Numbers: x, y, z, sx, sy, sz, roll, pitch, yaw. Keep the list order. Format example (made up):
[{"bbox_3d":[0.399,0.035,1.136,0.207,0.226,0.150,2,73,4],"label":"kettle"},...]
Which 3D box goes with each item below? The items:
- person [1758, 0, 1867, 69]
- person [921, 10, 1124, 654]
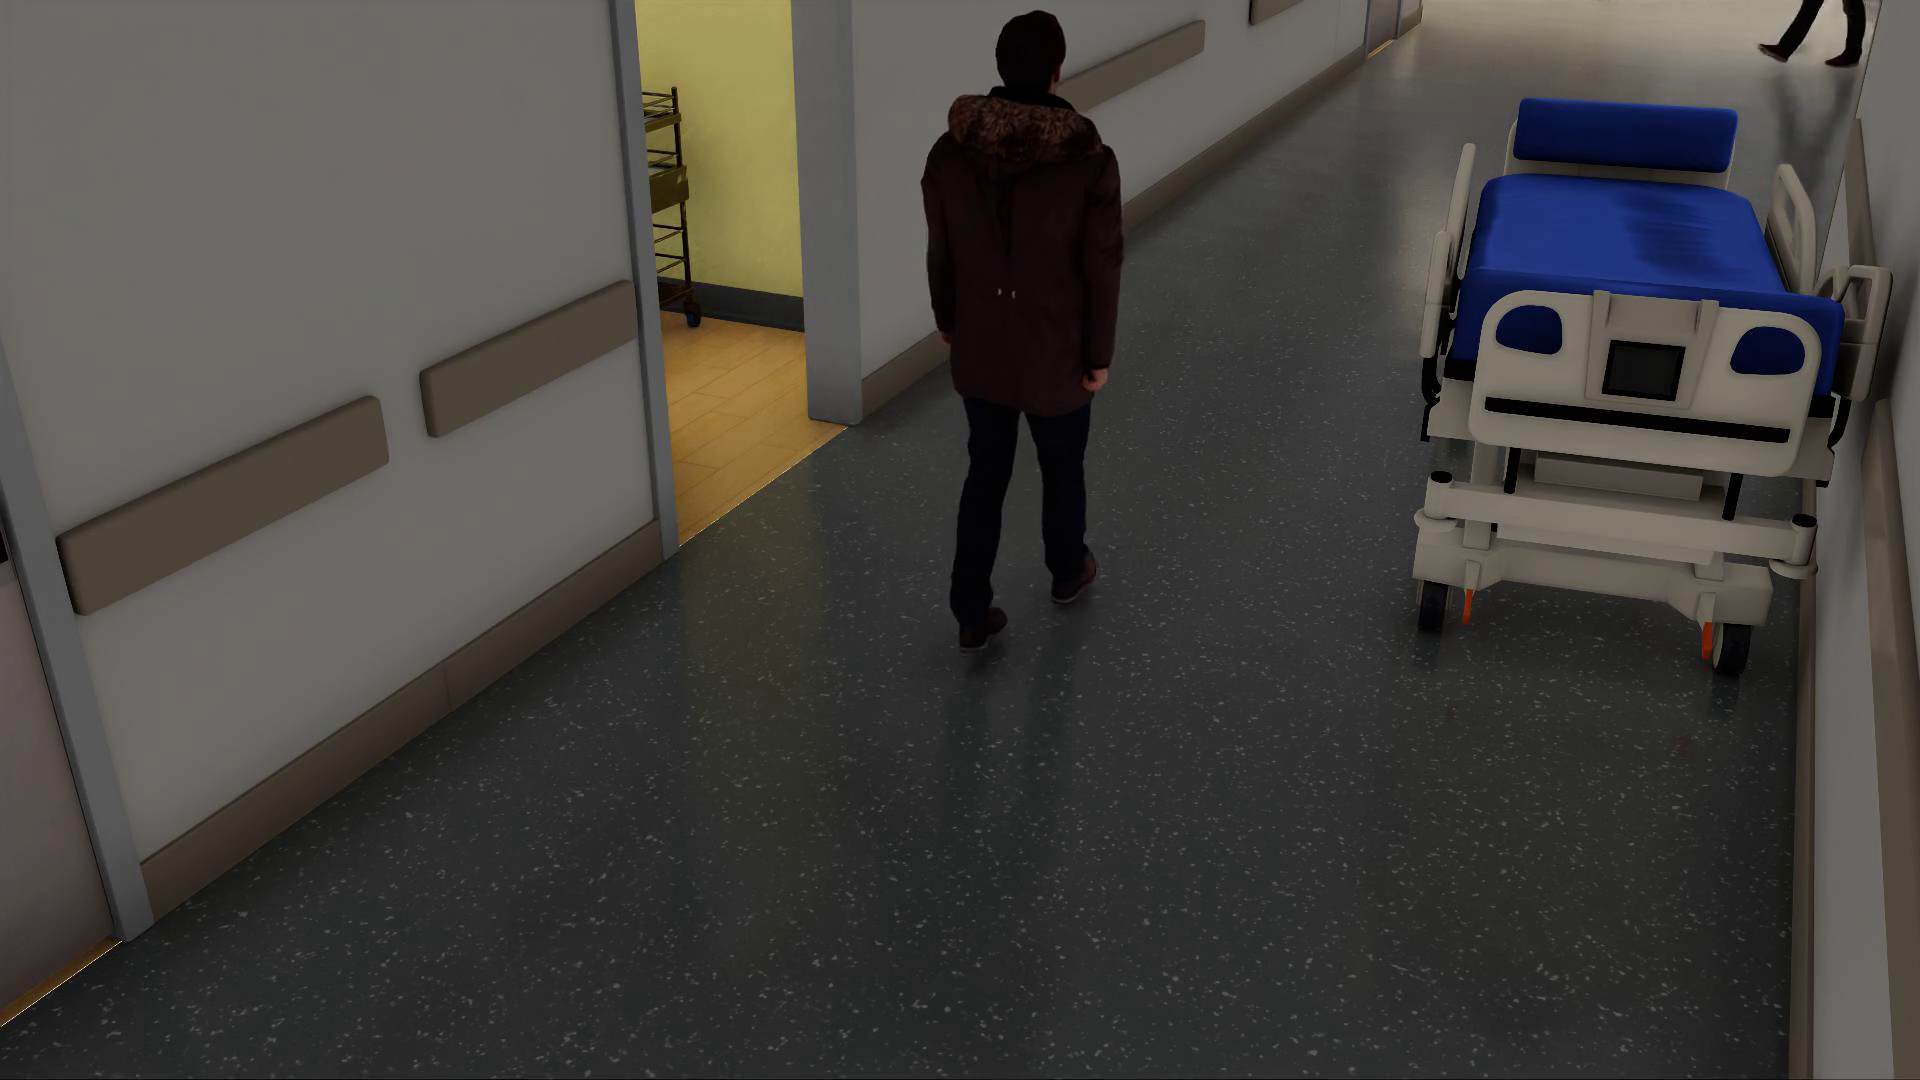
[{"bbox_3d":[7.266,-4.714,13.463,1.199,1.779,1.027,-2,26,-5],"label":"person"},{"bbox_3d":[0.141,-0.522,4.724,0.939,1.818,0.831,10,28,21],"label":"person"}]
